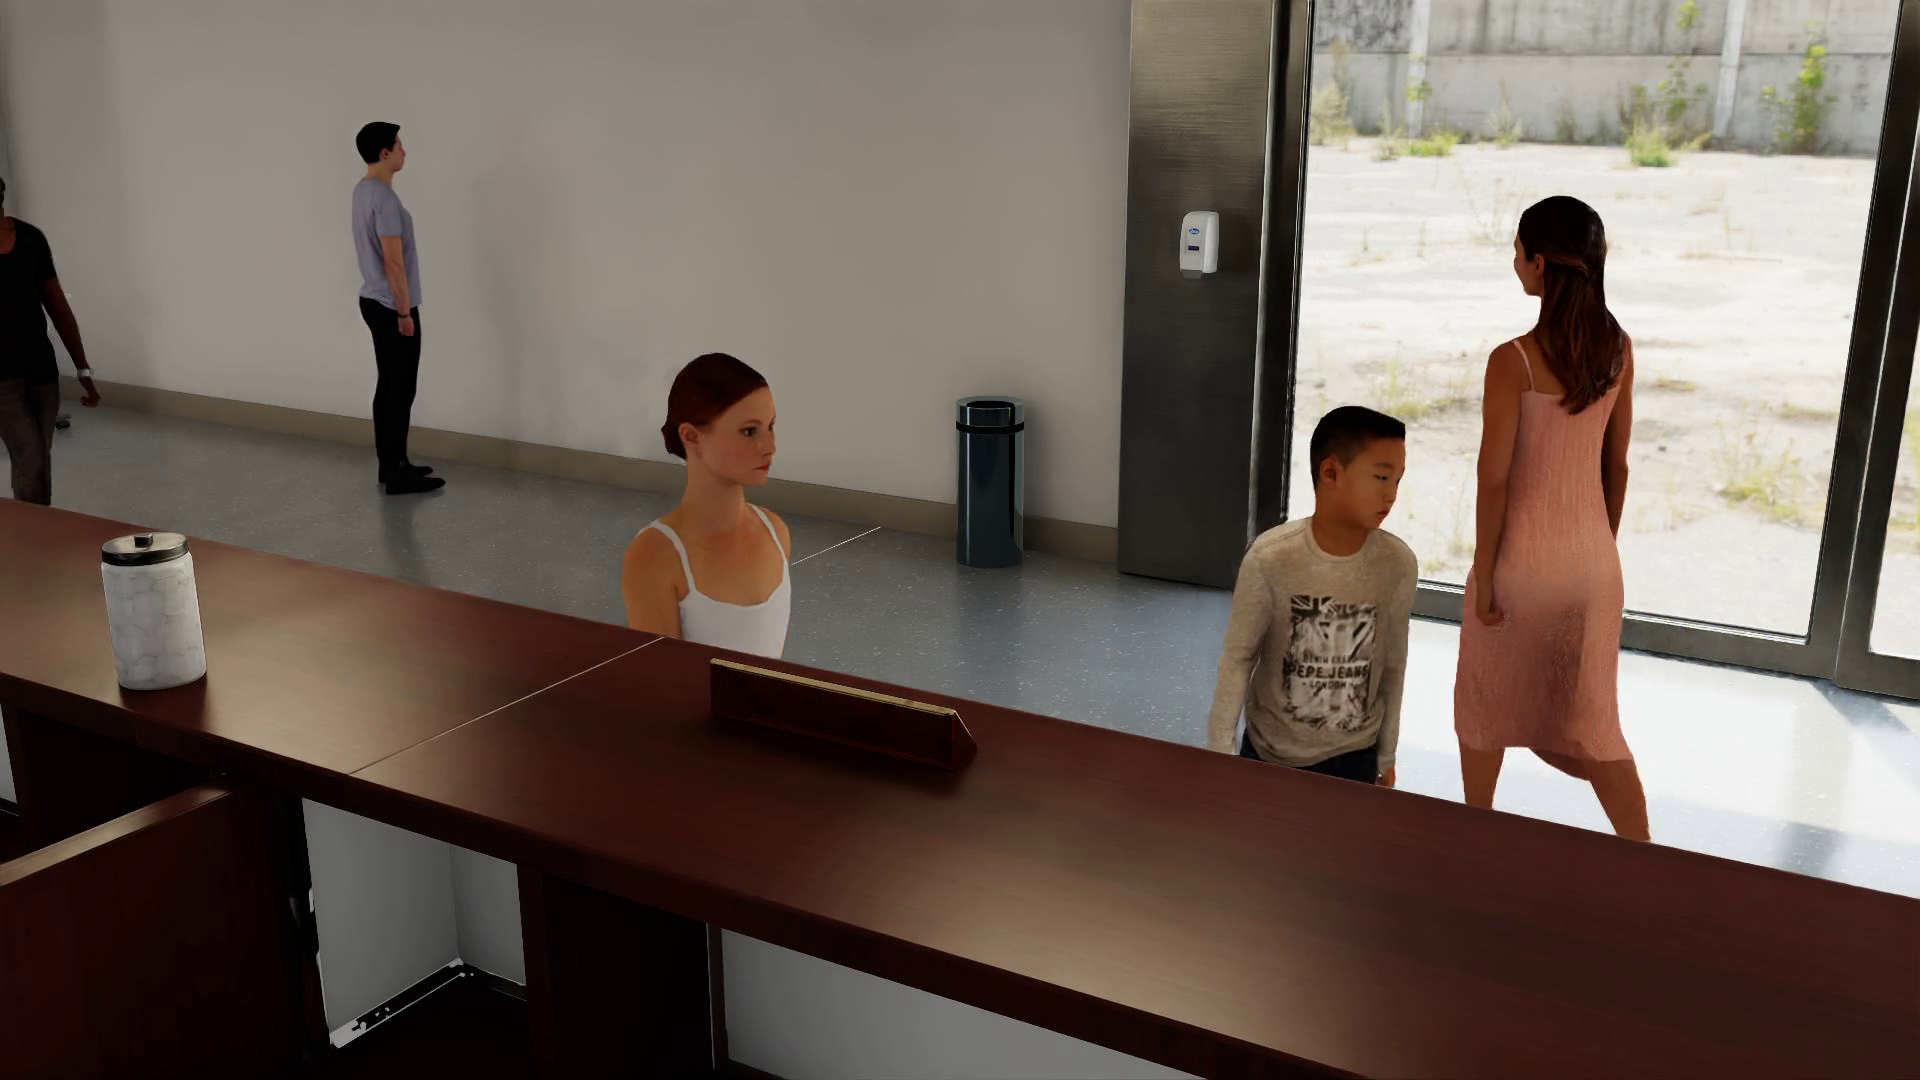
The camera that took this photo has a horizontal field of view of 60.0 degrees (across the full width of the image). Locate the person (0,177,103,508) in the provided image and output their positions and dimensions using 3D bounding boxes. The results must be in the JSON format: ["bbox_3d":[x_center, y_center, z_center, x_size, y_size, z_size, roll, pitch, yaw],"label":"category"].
[{"bbox_3d":[-3.995,-0.686,6.893,0.802,1.784,0.594,7,17,25],"label":"person"}]

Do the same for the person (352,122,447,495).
[{"bbox_3d":[-2.927,-1.185,8.521,0.722,1.862,0.740,-10,18,-31],"label":"person"}]

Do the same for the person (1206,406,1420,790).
[{"bbox_3d":[0.732,0.430,3.590,0.916,1.428,1.089,0,16,2],"label":"person"}]

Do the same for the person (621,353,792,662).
[{"bbox_3d":[-0.521,0.480,3.101,0.756,1.598,1.044,14,21,40],"label":"person"}]

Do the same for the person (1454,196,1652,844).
[{"bbox_3d":[1.464,0.128,3.979,1.078,1.799,1.160,-3,16,-10],"label":"person"}]
